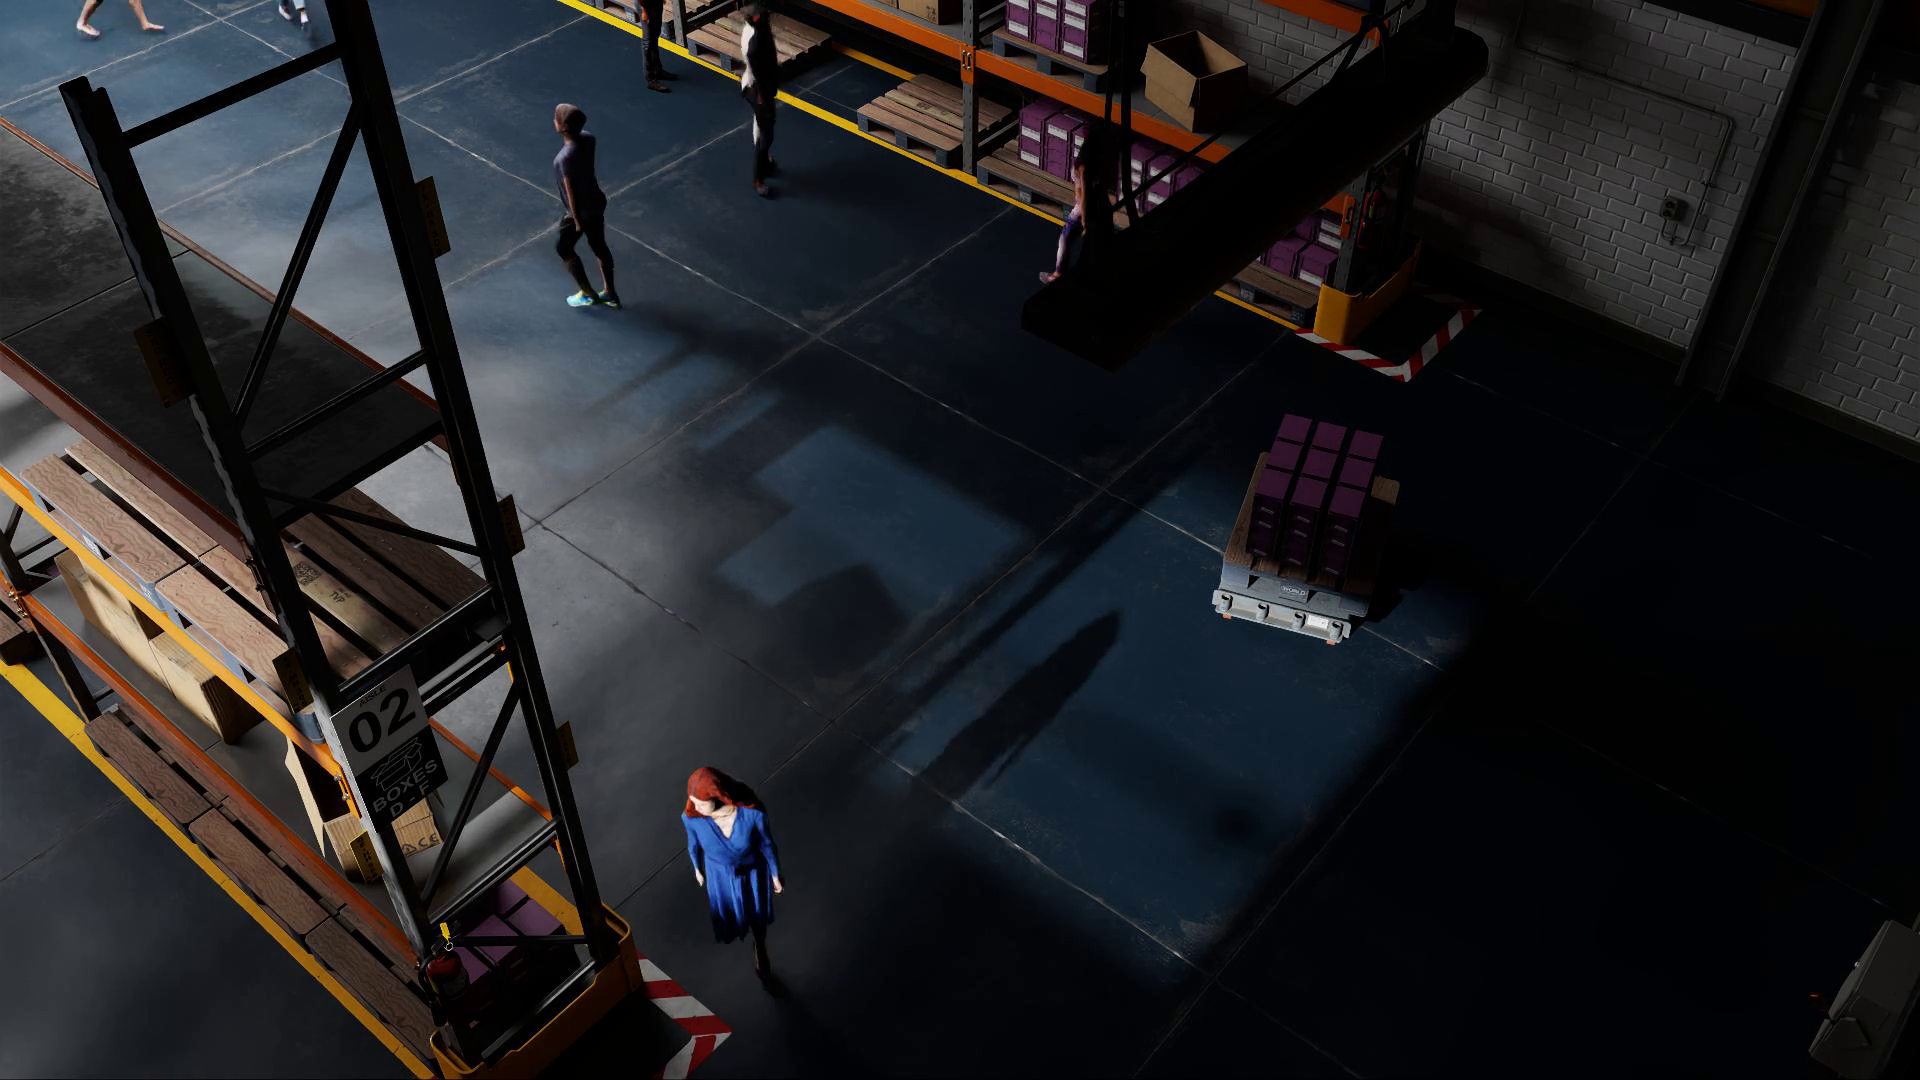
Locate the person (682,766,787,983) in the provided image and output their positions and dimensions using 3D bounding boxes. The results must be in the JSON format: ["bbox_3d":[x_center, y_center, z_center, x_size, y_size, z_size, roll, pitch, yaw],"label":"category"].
[{"bbox_3d":[-1.212,1.752,9.085,0.861,1.806,0.925,-8,44,-8],"label":"person"}]

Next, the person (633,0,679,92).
[{"bbox_3d":[-3.111,-5.376,16.584,0.684,1.782,0.718,10,45,10],"label":"person"}]

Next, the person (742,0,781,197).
[{"bbox_3d":[-1.838,-4.133,15.226,0.936,1.856,0.882,-13,45,-13],"label":"person"}]

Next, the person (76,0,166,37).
[{"bbox_3d":[-9.064,-6.030,17.351,1.138,1.672,1.042,-1,44,-1],"label":"person"}]

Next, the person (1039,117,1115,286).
[{"bbox_3d":[1.173,-2.673,13.788,1.189,1.727,0.603,29,51,27],"label":"person"}]

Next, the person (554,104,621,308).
[{"bbox_3d":[-3.024,-2.710,13.723,0.786,1.869,0.770,14,45,14],"label":"person"}]
